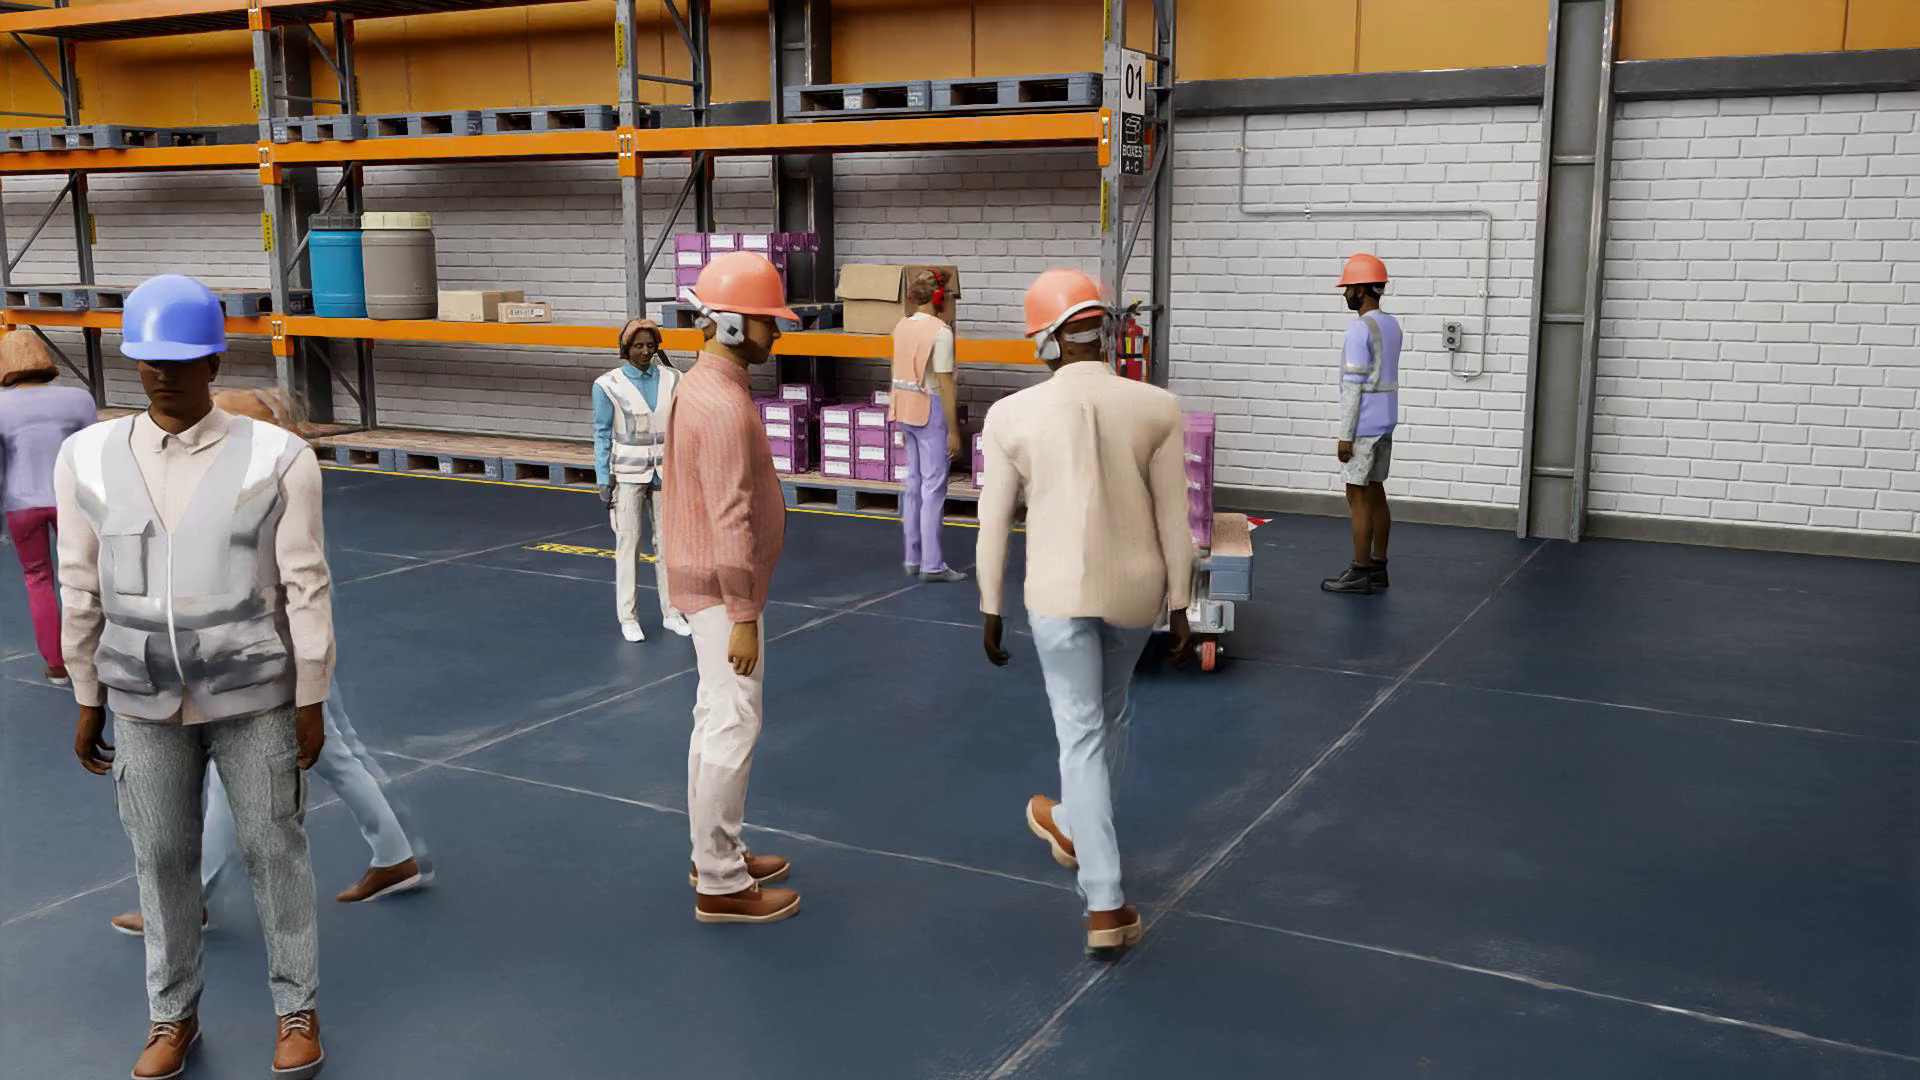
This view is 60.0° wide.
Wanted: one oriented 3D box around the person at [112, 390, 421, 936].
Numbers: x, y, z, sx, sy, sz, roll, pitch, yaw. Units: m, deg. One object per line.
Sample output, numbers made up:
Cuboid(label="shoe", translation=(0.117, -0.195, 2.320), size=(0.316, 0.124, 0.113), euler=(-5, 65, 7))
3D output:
Cuboid(label="person", translation=(-2.038, 0.352, 4.881), size=(0.856, 1.588, 0.518), euler=(-4, 11, -20))

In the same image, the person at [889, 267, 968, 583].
Cuboid(label="person", translation=(-0.171, -0.667, 9.788), size=(0.454, 1.841, 0.603), euler=(-6, 12, -32))

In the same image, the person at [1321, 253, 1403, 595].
Cuboid(label="person", translation=(2.287, -0.654, 9.477), size=(0.387, 1.930, 0.544), euler=(8, 13, 36))

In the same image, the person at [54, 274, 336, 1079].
Cuboid(label="person", translation=(-1.784, 0.355, 3.916), size=(0.606, 1.940, 0.420), euler=(-1, 10, -7))

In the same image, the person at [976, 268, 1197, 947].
Cuboid(label="person", translation=(0.368, 0.172, 4.947), size=(0.627, 1.927, 1.010), euler=(-1, 10, -7))

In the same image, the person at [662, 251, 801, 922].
Cuboid(label="person", translation=(-0.667, 0.149, 4.927), size=(0.407, 1.981, 0.625), euler=(-3, 11, -15))

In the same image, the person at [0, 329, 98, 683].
Cuboid(label="person", translation=(-4.098, -0.138, 7.470), size=(0.517, 1.614, 0.413), euler=(-7, 12, -32))

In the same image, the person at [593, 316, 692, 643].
Cuboid(label="person", translation=(-1.588, -0.302, 8.355), size=(0.528, 1.630, 0.319), euler=(-8, 13, -36))
